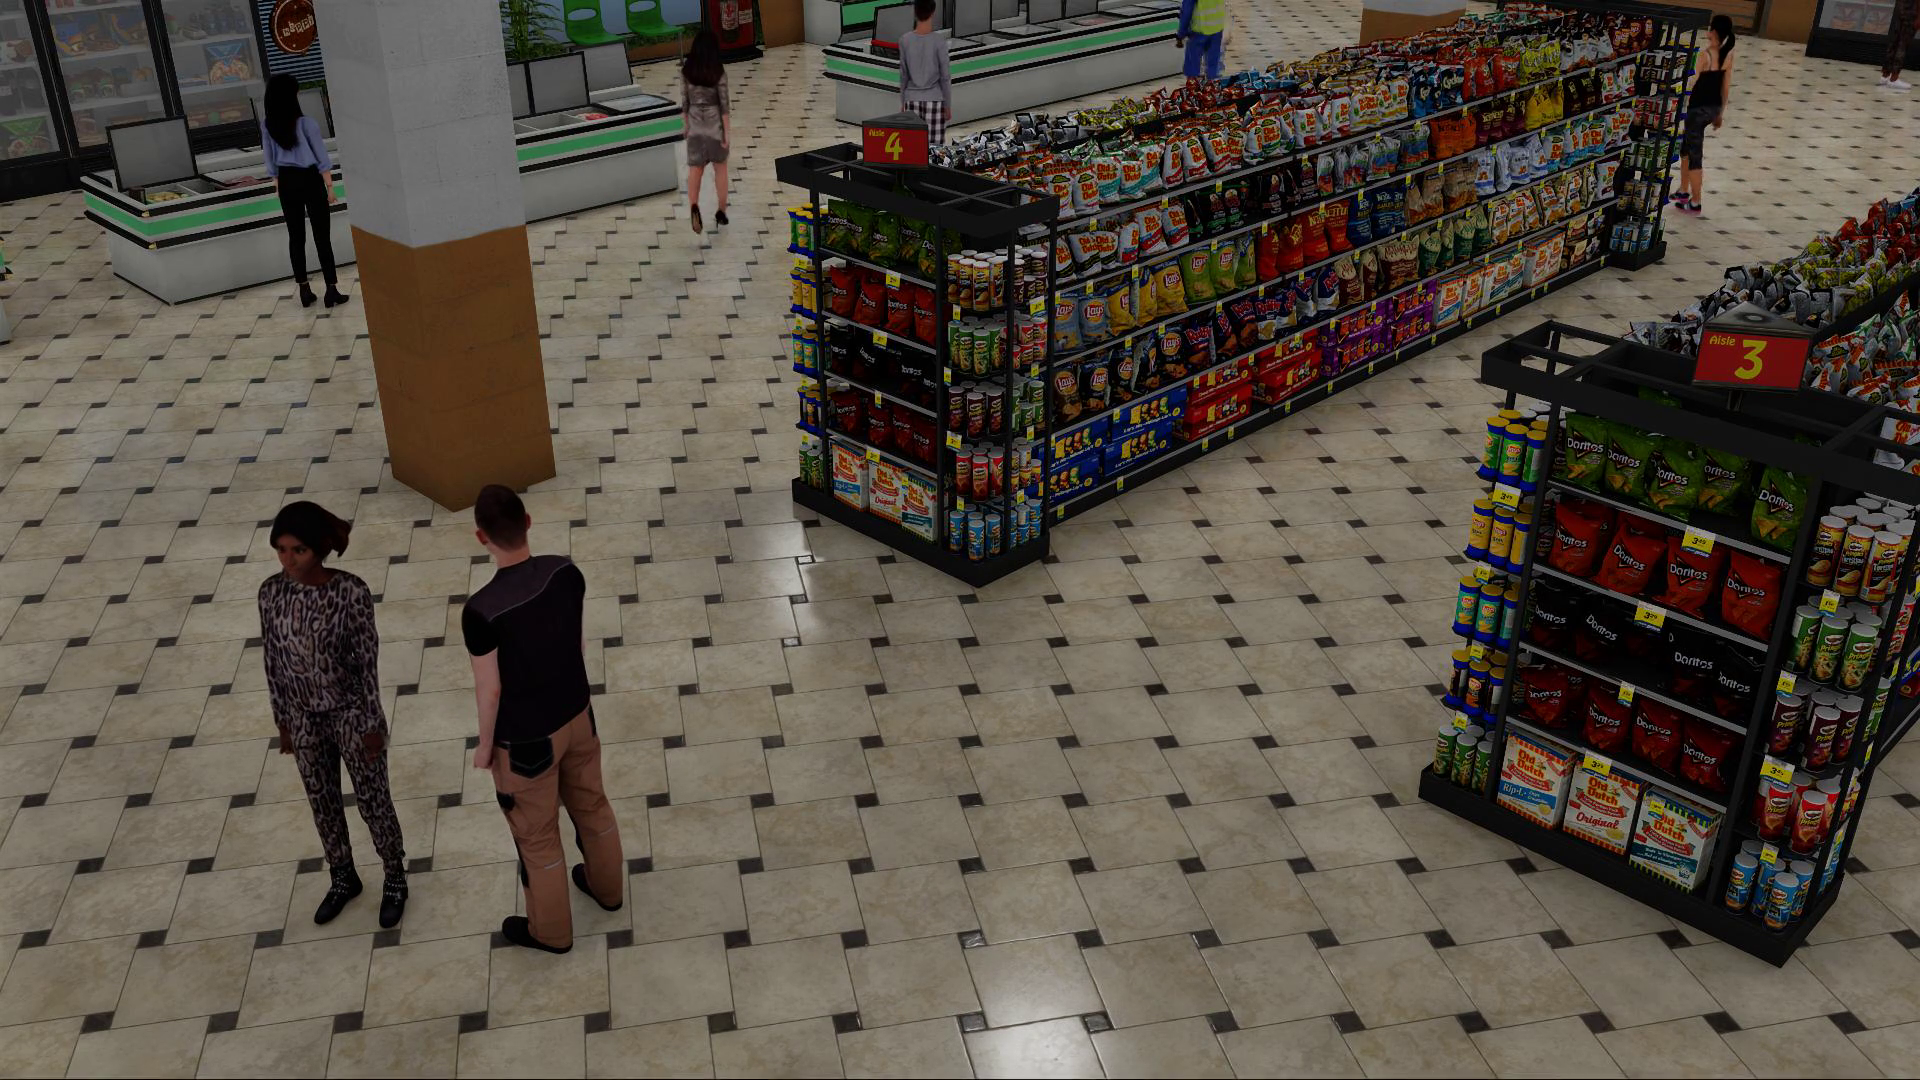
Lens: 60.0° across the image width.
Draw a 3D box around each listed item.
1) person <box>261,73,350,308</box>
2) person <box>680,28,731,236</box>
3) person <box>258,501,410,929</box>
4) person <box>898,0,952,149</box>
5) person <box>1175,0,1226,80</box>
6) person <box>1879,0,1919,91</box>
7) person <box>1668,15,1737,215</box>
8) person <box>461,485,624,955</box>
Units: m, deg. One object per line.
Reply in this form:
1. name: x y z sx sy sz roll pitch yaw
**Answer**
1. person: -4.939 -2.615 12.474 0.735 1.743 0.766 3 27 6
2. person: -2.169 -3.400 14.046 1.004 1.721 1.125 3 27 6
3. person: -2.279 0.648 6.070 0.683 1.716 0.731 3 27 6
4. person: -0.318 -3.920 14.931 0.705 1.849 0.688 9 28 16
5. person: 2.728 -5.610 18.346 0.659 1.775 0.893 -6 27 -11
6. person: 11.231 -6.230 19.652 0.718 1.699 0.637 3 27 6
7. person: 6.624 -3.725 14.697 0.661 1.713 0.704 -15 30 -26
8. person: -1.494 0.678 5.958 0.788 1.764 0.593 17 32 30
